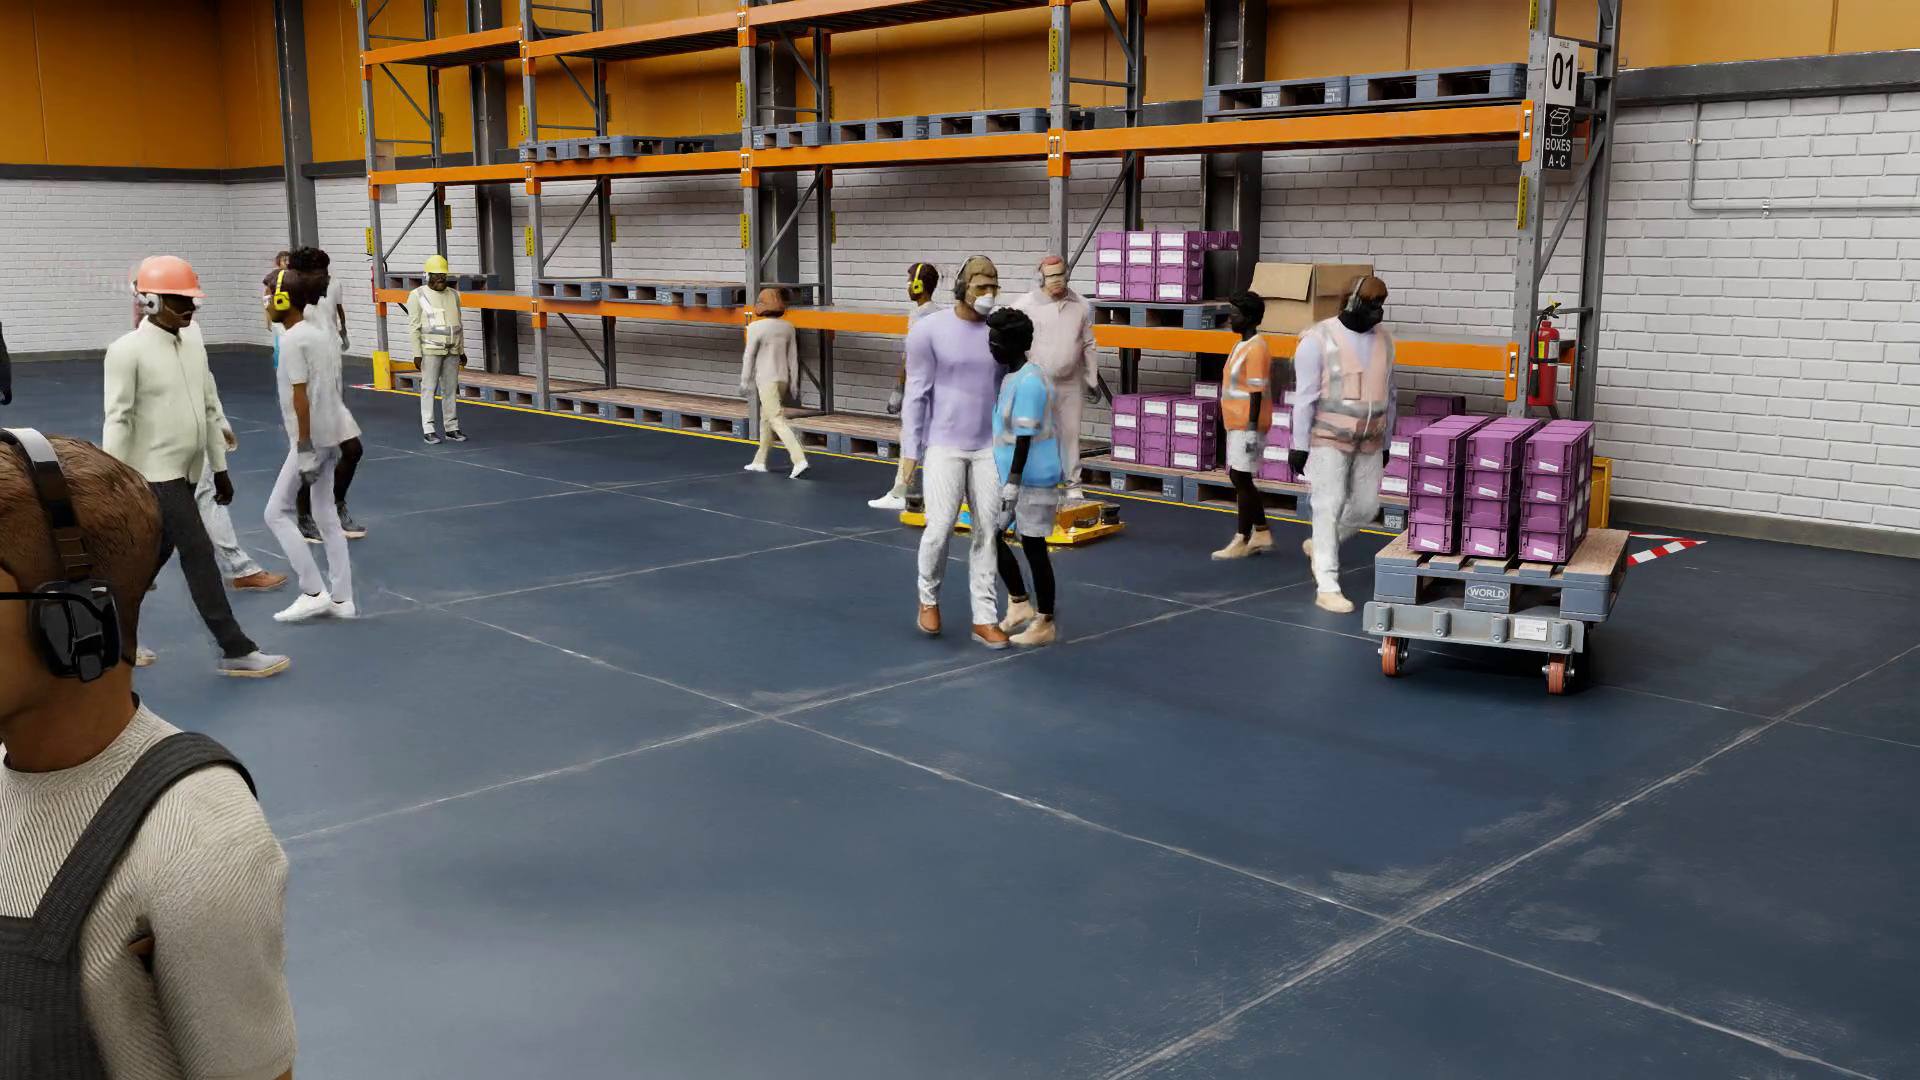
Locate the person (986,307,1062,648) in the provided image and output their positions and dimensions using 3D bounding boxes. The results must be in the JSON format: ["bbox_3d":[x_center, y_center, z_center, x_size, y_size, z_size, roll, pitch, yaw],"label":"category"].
[{"bbox_3d":[0.288,-0.295,8.138,0.420,1.673,0.538,-3,11,-16],"label":"person"}]

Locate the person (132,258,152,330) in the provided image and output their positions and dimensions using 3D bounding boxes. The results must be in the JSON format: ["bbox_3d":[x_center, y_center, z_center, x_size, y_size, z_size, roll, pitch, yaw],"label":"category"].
[{"bbox_3d":[-10.377,-2.768,21.469,0.551,1.736,0.577,-9,14,-42],"label":"person"}]

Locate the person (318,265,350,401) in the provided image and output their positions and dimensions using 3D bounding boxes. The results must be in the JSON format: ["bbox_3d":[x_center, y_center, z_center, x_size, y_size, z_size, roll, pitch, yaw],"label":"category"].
[{"bbox_3d":[-6.997,-2.246,18.301,0.568,1.849,0.633,-6,12,-29],"label":"person"}]

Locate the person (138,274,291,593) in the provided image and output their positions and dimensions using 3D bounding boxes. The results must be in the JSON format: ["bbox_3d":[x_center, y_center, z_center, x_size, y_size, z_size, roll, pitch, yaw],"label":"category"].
[{"bbox_3d":[-4.430,-0.619,9.378,1.063,1.883,0.649,-2,11,-8],"label":"person"}]

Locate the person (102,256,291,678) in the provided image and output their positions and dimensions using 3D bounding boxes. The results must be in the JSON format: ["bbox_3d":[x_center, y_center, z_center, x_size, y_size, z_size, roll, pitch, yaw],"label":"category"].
[{"bbox_3d":[-3.651,-0.331,7.668,1.051,1.937,0.626,1,10,7],"label":"person"}]

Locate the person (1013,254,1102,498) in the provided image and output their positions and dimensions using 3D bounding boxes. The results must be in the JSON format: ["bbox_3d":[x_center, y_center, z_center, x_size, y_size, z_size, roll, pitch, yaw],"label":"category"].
[{"bbox_3d":[0.705,-1.175,12.386,0.700,1.890,0.405,-5,11,-24],"label":"person"}]

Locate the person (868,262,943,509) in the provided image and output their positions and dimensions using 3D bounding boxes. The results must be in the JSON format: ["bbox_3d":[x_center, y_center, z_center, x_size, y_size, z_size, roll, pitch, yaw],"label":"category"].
[{"bbox_3d":[-0.224,-1.097,12.096,0.938,1.836,0.512,3,11,18],"label":"person"}]

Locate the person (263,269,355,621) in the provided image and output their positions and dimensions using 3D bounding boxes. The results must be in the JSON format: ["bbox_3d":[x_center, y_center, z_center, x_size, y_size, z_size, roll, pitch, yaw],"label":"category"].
[{"bbox_3d":[-3.440,-0.478,8.689,0.511,1.844,0.562,0,10,0],"label":"person"}]

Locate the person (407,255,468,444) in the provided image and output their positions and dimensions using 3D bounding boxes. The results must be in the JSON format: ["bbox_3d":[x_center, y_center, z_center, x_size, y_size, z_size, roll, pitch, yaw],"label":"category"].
[{"bbox_3d":[-5.082,-1.861,16.264,0.404,1.828,0.603,8,13,37],"label":"person"}]

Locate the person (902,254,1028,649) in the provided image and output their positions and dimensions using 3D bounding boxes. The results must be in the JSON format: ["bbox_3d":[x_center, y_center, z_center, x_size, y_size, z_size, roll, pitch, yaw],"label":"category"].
[{"bbox_3d":[0.045,-0.429,8.178,0.685,1.927,0.490,-4,11,-21],"label":"person"}]

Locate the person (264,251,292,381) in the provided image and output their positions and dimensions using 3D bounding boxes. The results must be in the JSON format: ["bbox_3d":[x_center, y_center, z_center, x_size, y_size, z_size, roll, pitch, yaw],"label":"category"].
[{"bbox_3d":[-9.266,-3.067,22.880,0.575,1.814,0.836,-8,13,-36],"label":"person"}]

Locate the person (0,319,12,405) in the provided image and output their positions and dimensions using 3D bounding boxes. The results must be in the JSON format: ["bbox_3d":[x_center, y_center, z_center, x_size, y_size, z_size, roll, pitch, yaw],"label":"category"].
[{"bbox_3d":[-7.518,-1.174,12.562,0.660,1.811,0.856,-4,11,-19],"label":"person"}]

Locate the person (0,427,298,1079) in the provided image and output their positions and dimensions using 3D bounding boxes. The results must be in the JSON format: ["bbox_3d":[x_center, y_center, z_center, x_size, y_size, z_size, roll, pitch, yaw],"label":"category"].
[{"bbox_3d":[-0.859,0.804,1.696,0.506,1.846,0.344,7,13,34],"label":"person"}]

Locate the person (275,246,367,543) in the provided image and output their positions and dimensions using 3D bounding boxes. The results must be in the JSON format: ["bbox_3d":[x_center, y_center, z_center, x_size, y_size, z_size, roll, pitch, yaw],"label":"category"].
[{"bbox_3d":[-4.162,-0.931,10.859,0.566,1.945,0.626,2,11,10],"label":"person"}]

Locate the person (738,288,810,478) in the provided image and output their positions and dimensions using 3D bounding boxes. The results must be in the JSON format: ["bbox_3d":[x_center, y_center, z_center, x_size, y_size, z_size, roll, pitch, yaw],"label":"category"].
[{"bbox_3d":[-1.545,-1.323,13.996,0.862,1.589,0.496,8,13,38],"label":"person"}]

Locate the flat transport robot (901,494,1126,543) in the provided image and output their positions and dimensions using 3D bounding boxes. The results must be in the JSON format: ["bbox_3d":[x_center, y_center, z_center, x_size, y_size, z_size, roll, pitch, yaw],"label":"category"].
[{"bbox_3d":[0.354,-0.184,11.376,1.431,0.197,0.652,8,13,37],"label":"flat transport robot"}]

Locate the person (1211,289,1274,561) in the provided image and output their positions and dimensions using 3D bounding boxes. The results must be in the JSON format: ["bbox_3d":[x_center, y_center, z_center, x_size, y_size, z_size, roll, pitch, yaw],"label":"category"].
[{"bbox_3d":[1.784,-0.706,10.368,0.387,1.692,0.539,0,10,-2],"label":"person"}]

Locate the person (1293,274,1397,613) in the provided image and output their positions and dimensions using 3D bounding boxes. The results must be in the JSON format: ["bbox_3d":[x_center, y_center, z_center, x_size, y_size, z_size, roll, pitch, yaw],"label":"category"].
[{"bbox_3d":[2.064,-0.540,9.128,0.700,1.816,0.611,-4,11,-21],"label":"person"}]
